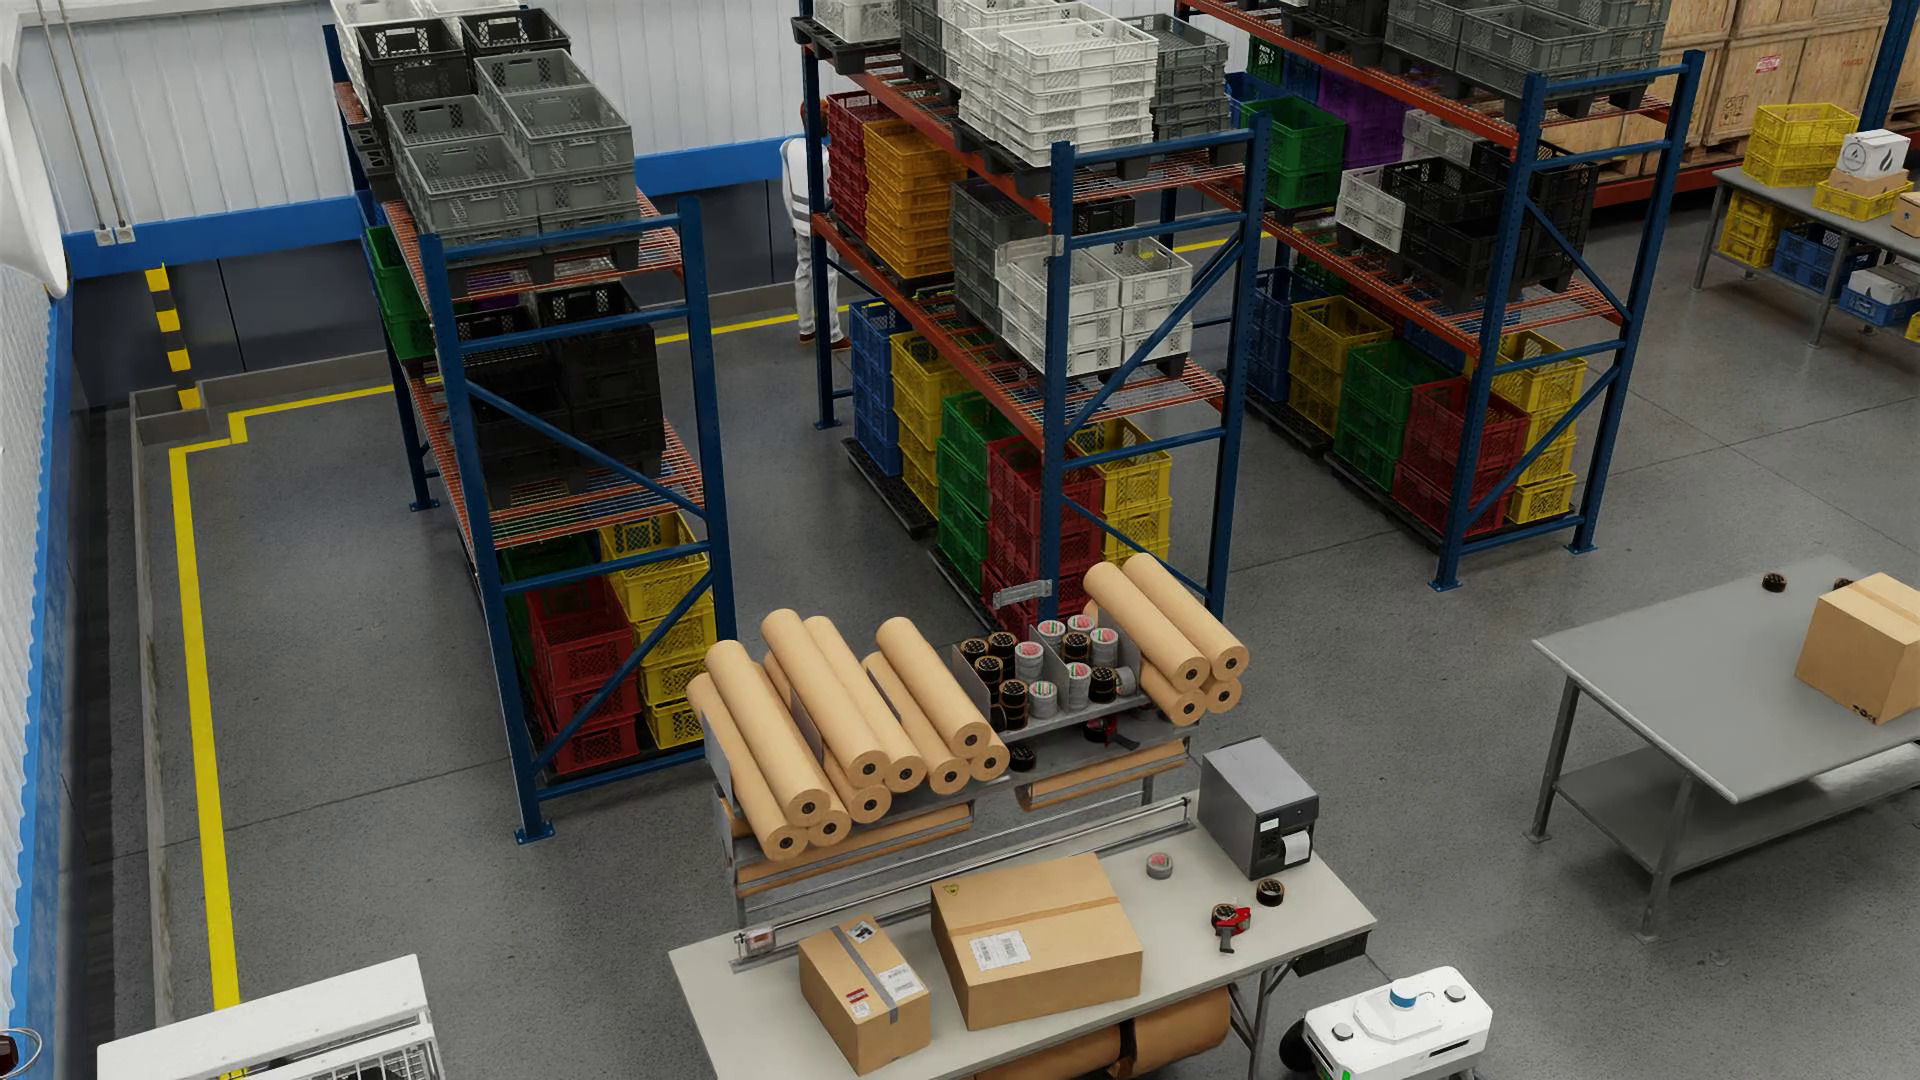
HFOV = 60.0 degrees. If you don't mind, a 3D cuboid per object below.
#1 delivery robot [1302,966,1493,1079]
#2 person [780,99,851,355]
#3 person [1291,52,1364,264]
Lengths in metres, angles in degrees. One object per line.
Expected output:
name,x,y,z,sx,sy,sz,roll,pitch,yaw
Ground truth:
delivery robot,1.701,1.915,6.479,0.707,0.478,0.477,-12,34,-19
person,-1.034,-2.277,12.113,0.573,1.886,0.354,25,40,35
person,2.983,-3.195,13.594,0.882,1.909,0.637,-20,37,-29
